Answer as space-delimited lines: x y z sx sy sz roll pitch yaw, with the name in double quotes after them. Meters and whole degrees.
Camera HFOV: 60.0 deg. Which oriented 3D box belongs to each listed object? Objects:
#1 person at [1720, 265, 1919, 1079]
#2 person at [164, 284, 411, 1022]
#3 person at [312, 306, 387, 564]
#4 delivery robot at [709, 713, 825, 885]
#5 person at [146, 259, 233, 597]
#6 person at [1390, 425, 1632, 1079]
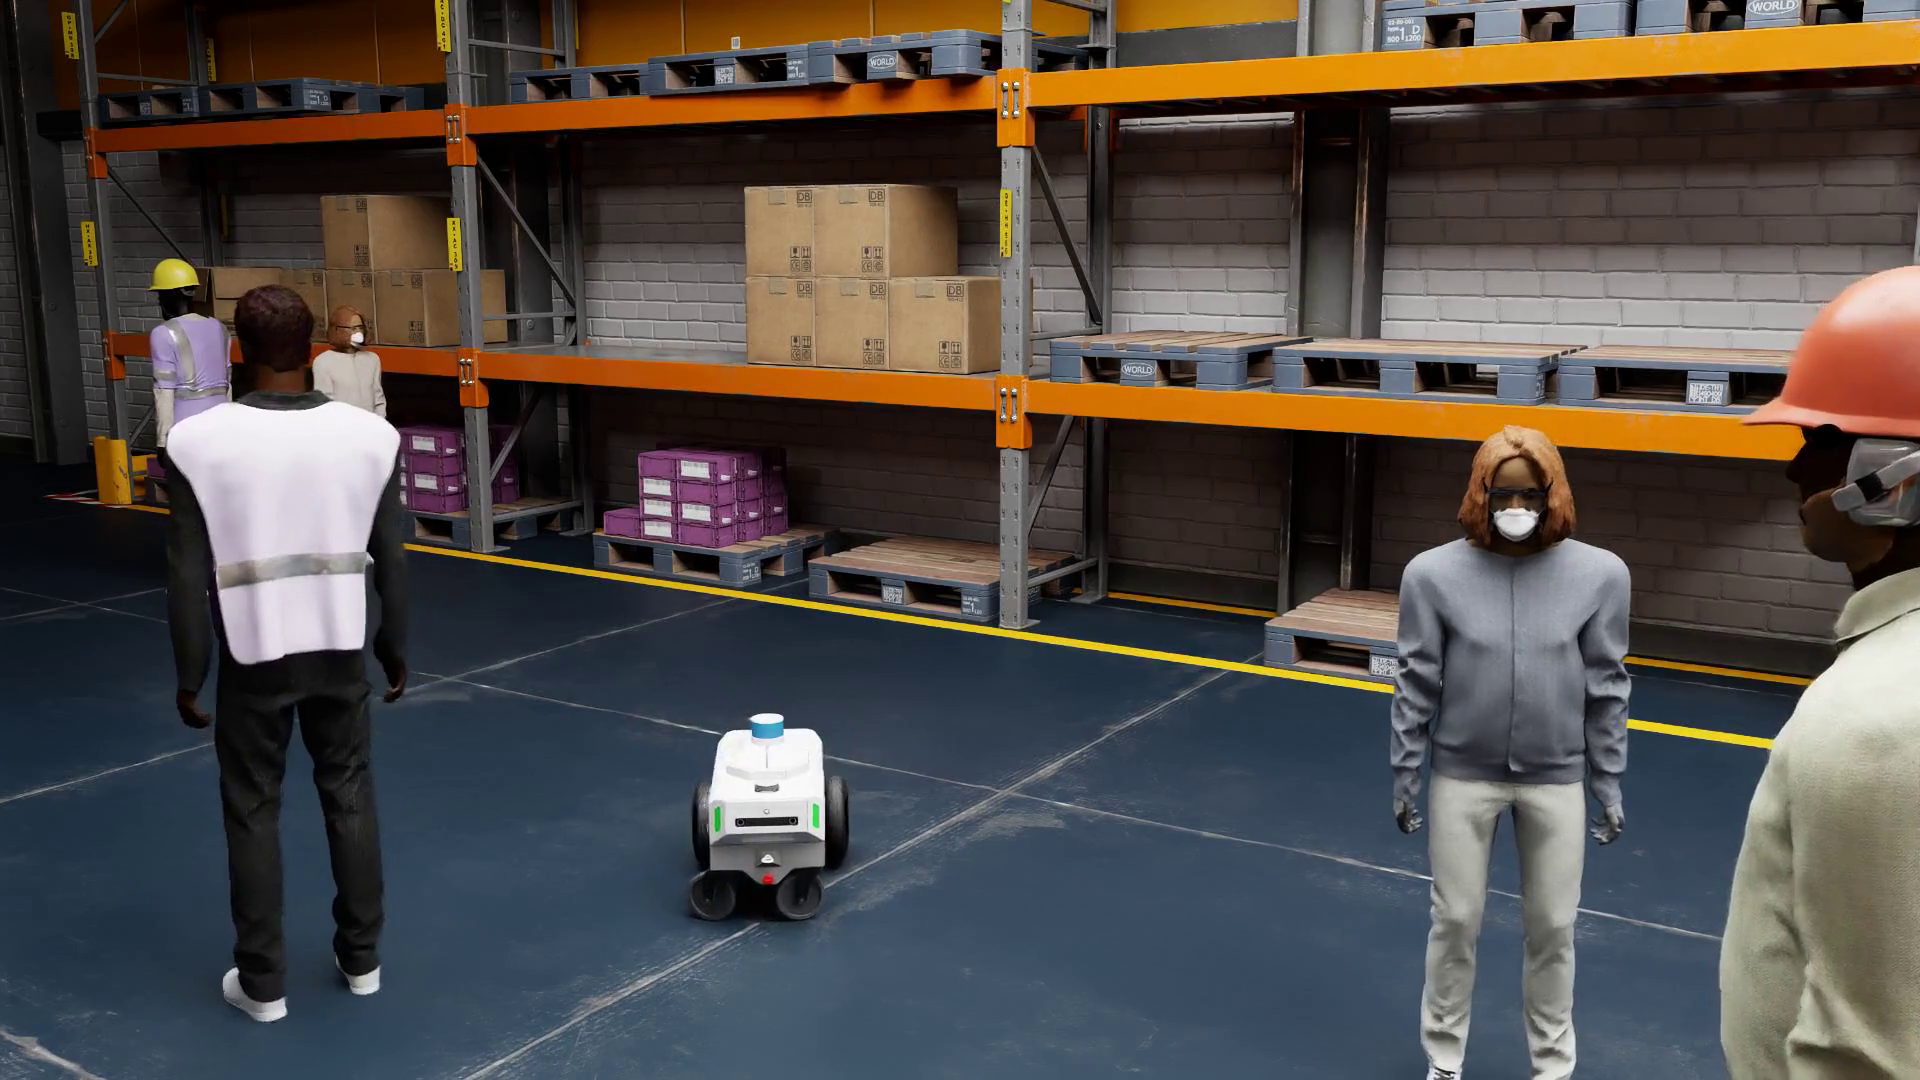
1.012 0.702 1.867 0.614 1.993 0.395 -10 14 -43 "person"
-1.719 0.298 4.355 0.616 1.907 0.409 -8 13 -37 "person"
-3.713 -0.612 10.177 0.280 1.625 0.498 6 12 31 "person"
-0.593 0.782 5.153 0.477 0.478 0.707 -1 10 -5 "delivery robot"
-4.381 -0.633 9.488 0.401 1.919 0.588 2 10 13 "person"
1.230 0.548 3.753 0.509 1.623 0.284 2 10 12 "person"
